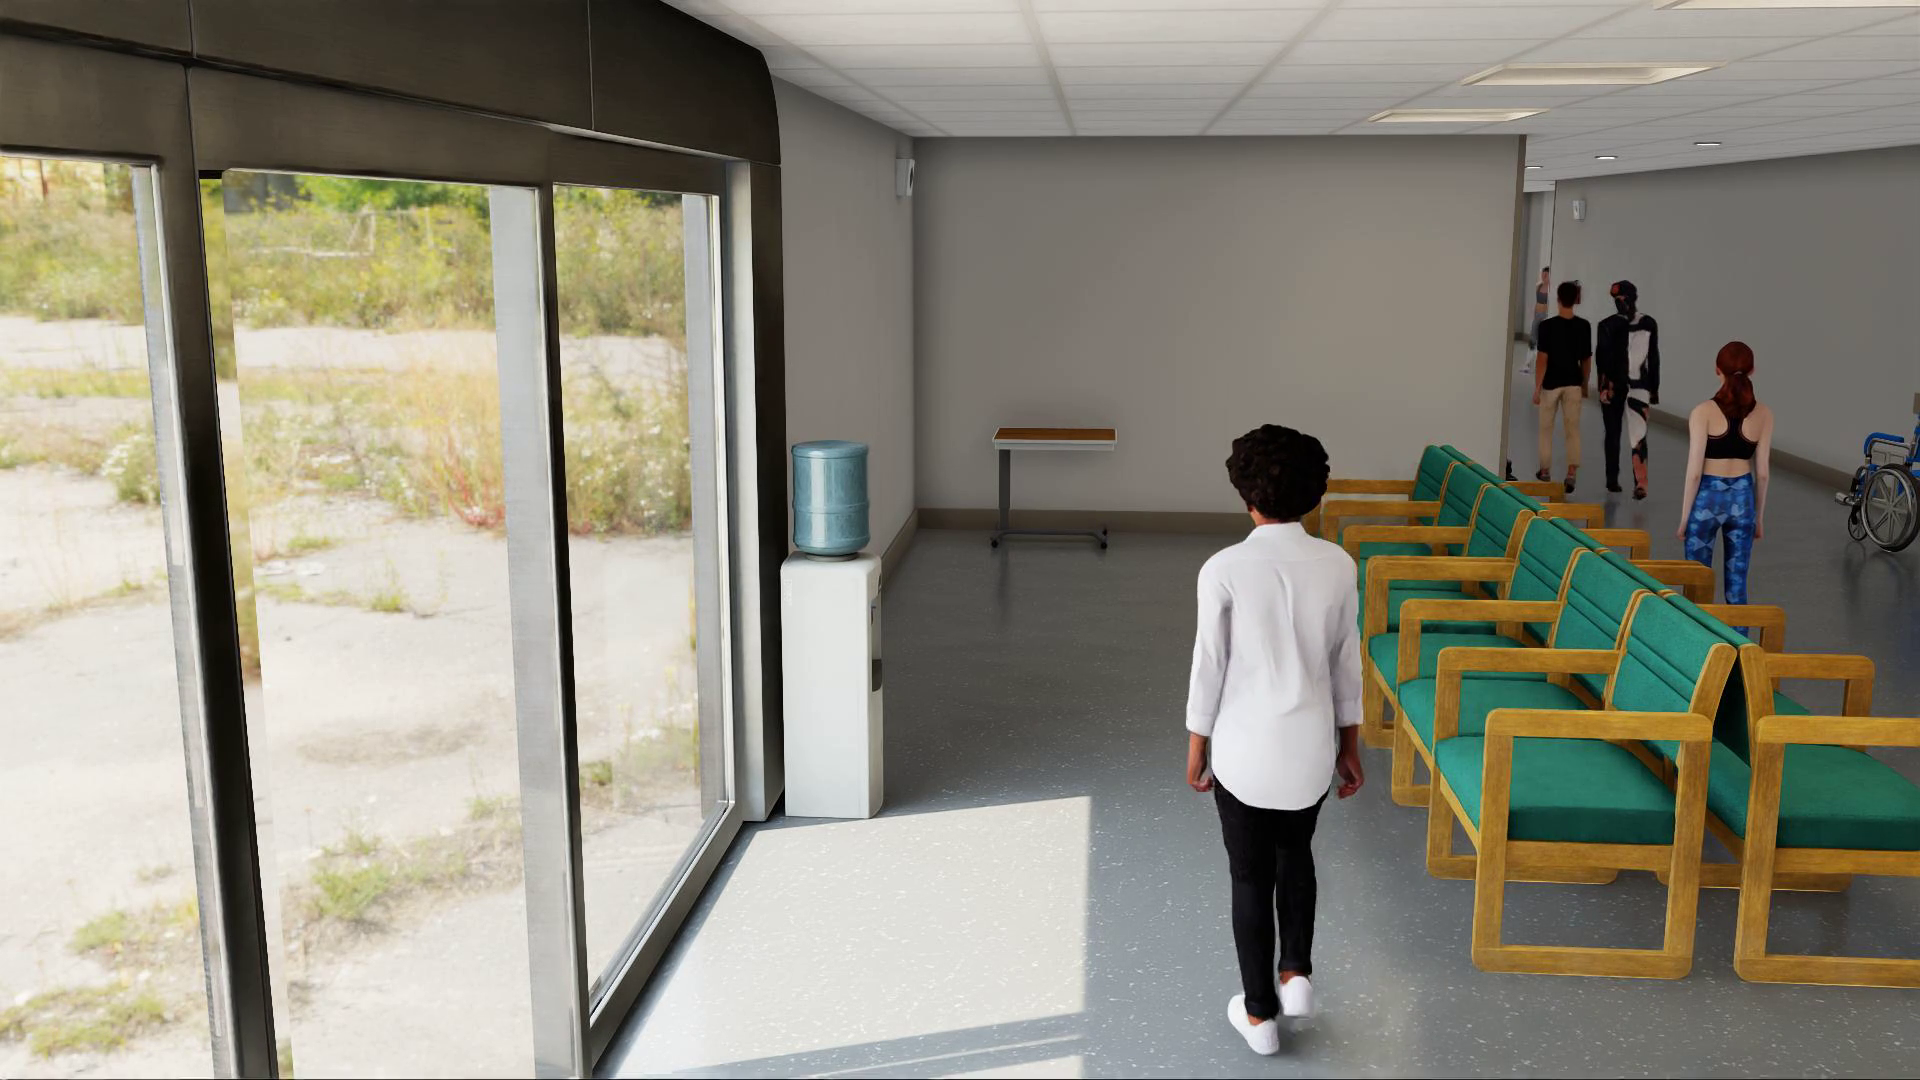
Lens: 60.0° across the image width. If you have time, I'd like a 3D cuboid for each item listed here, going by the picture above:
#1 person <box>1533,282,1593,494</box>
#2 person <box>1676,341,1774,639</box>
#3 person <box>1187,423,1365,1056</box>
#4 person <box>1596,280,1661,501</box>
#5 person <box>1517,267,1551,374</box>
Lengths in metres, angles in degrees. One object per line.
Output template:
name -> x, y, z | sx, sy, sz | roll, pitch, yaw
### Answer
person -> 5.275, -1.290, 14.490 | 1.176, 1.815, 0.775 | 1, 11, 8
person -> 3.769, -0.090, 8.244 | 0.509, 1.785, 0.626 | 1, 11, 3
person -> 0.904, 0.589, 4.636 | 0.664, 1.796, 0.789 | -2, 11, -8
person -> 5.686, -1.262, 14.295 | 1.164, 1.832, 0.895 | 2, 11, 10
person -> 9.268, -3.444, 26.240 | 0.988, 1.666, 0.920 | -7, 13, -32
